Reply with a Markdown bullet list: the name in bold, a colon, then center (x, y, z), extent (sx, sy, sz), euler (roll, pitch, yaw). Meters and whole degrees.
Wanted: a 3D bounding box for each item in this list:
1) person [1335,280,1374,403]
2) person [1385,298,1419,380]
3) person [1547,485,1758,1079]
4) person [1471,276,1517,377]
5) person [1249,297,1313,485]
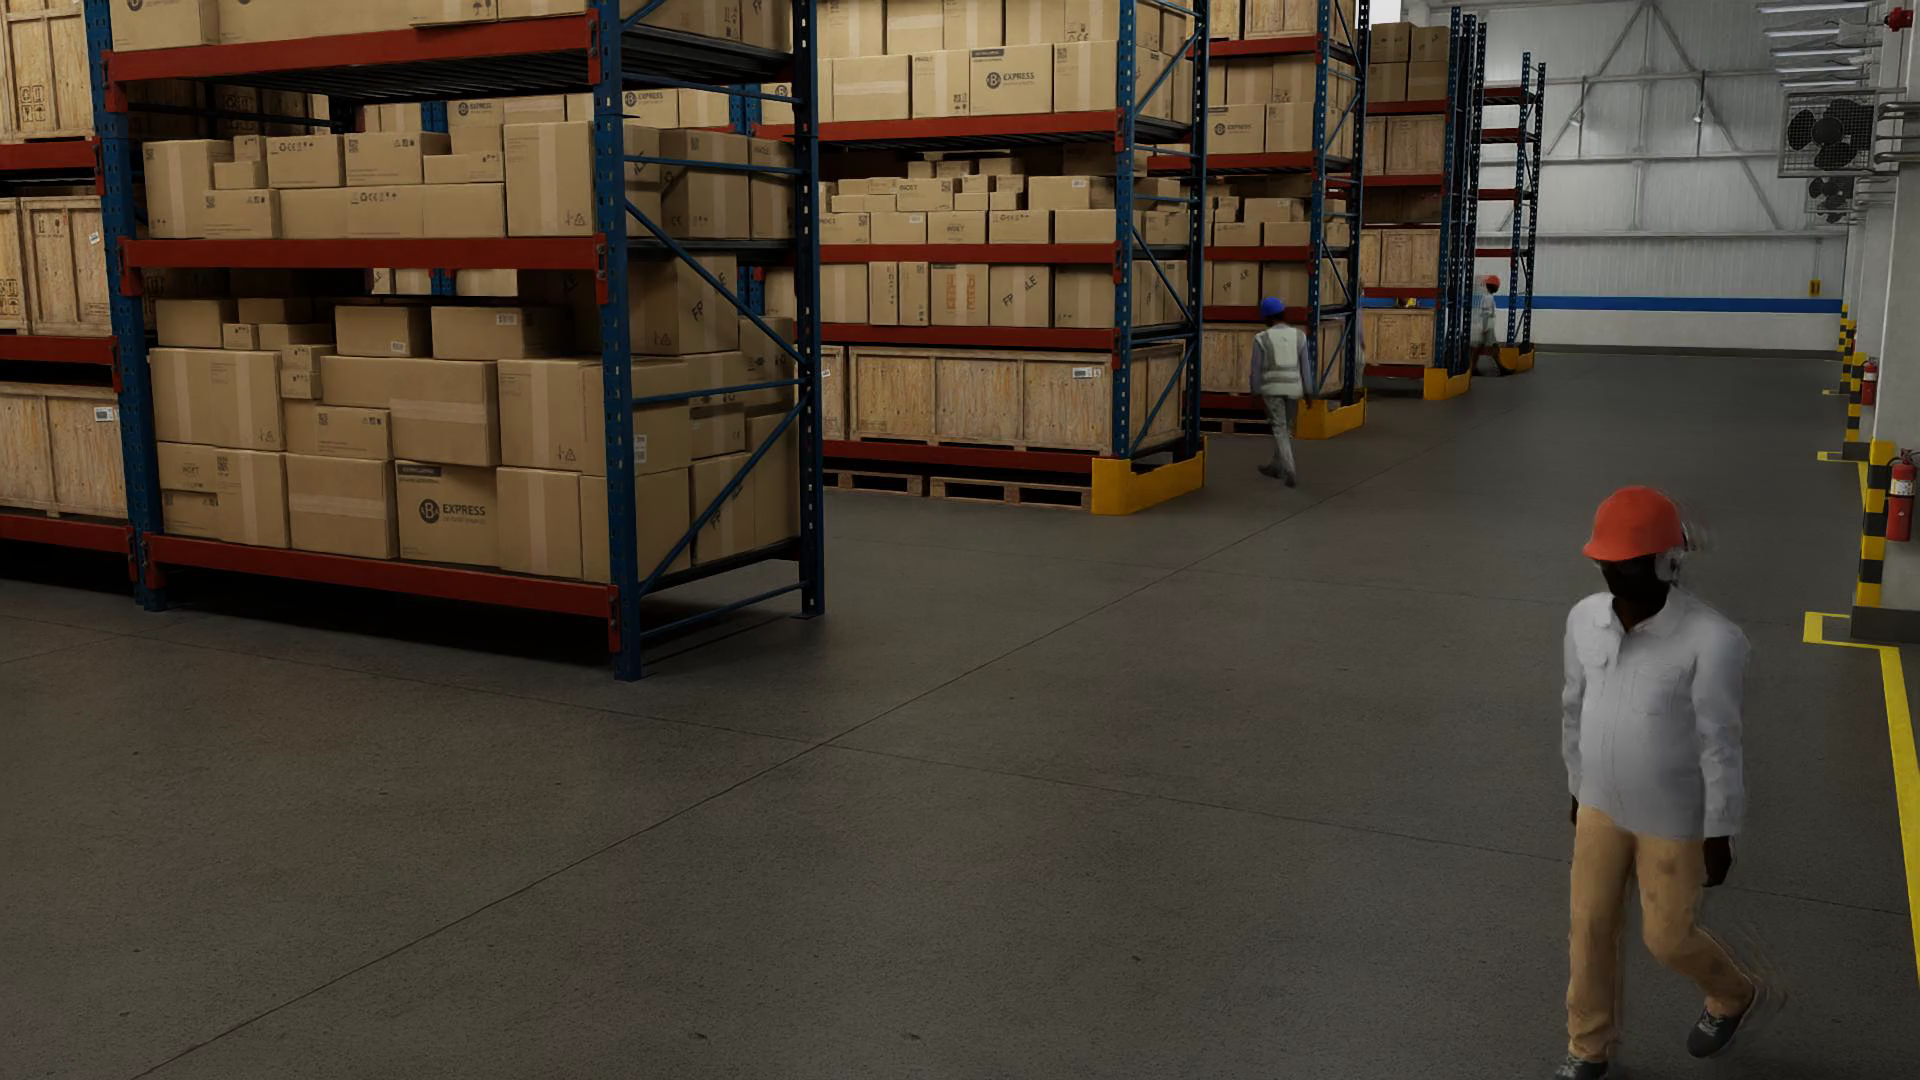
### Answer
- **person**: center (6.205, -3.076, 25.832), extent (0.773, 1.914, 0.662), euler (4, 11, 23)
- **person**: center (8.130, -3.726, 30.531), extent (0.535, 1.585, 0.872), euler (-5, 11, -28)
- **person**: center (1.927, 0.691, 4.582), extent (0.639, 1.726, 0.584), euler (-6, 12, -32)
- **person**: center (10.039, -4.001, 31.264), extent (0.938, 1.893, 0.554), euler (2, 10, 13)
- **person**: center (3.244, -1.504, 16.852), extent (0.642, 1.895, 0.926), euler (-3, 10, -17)
